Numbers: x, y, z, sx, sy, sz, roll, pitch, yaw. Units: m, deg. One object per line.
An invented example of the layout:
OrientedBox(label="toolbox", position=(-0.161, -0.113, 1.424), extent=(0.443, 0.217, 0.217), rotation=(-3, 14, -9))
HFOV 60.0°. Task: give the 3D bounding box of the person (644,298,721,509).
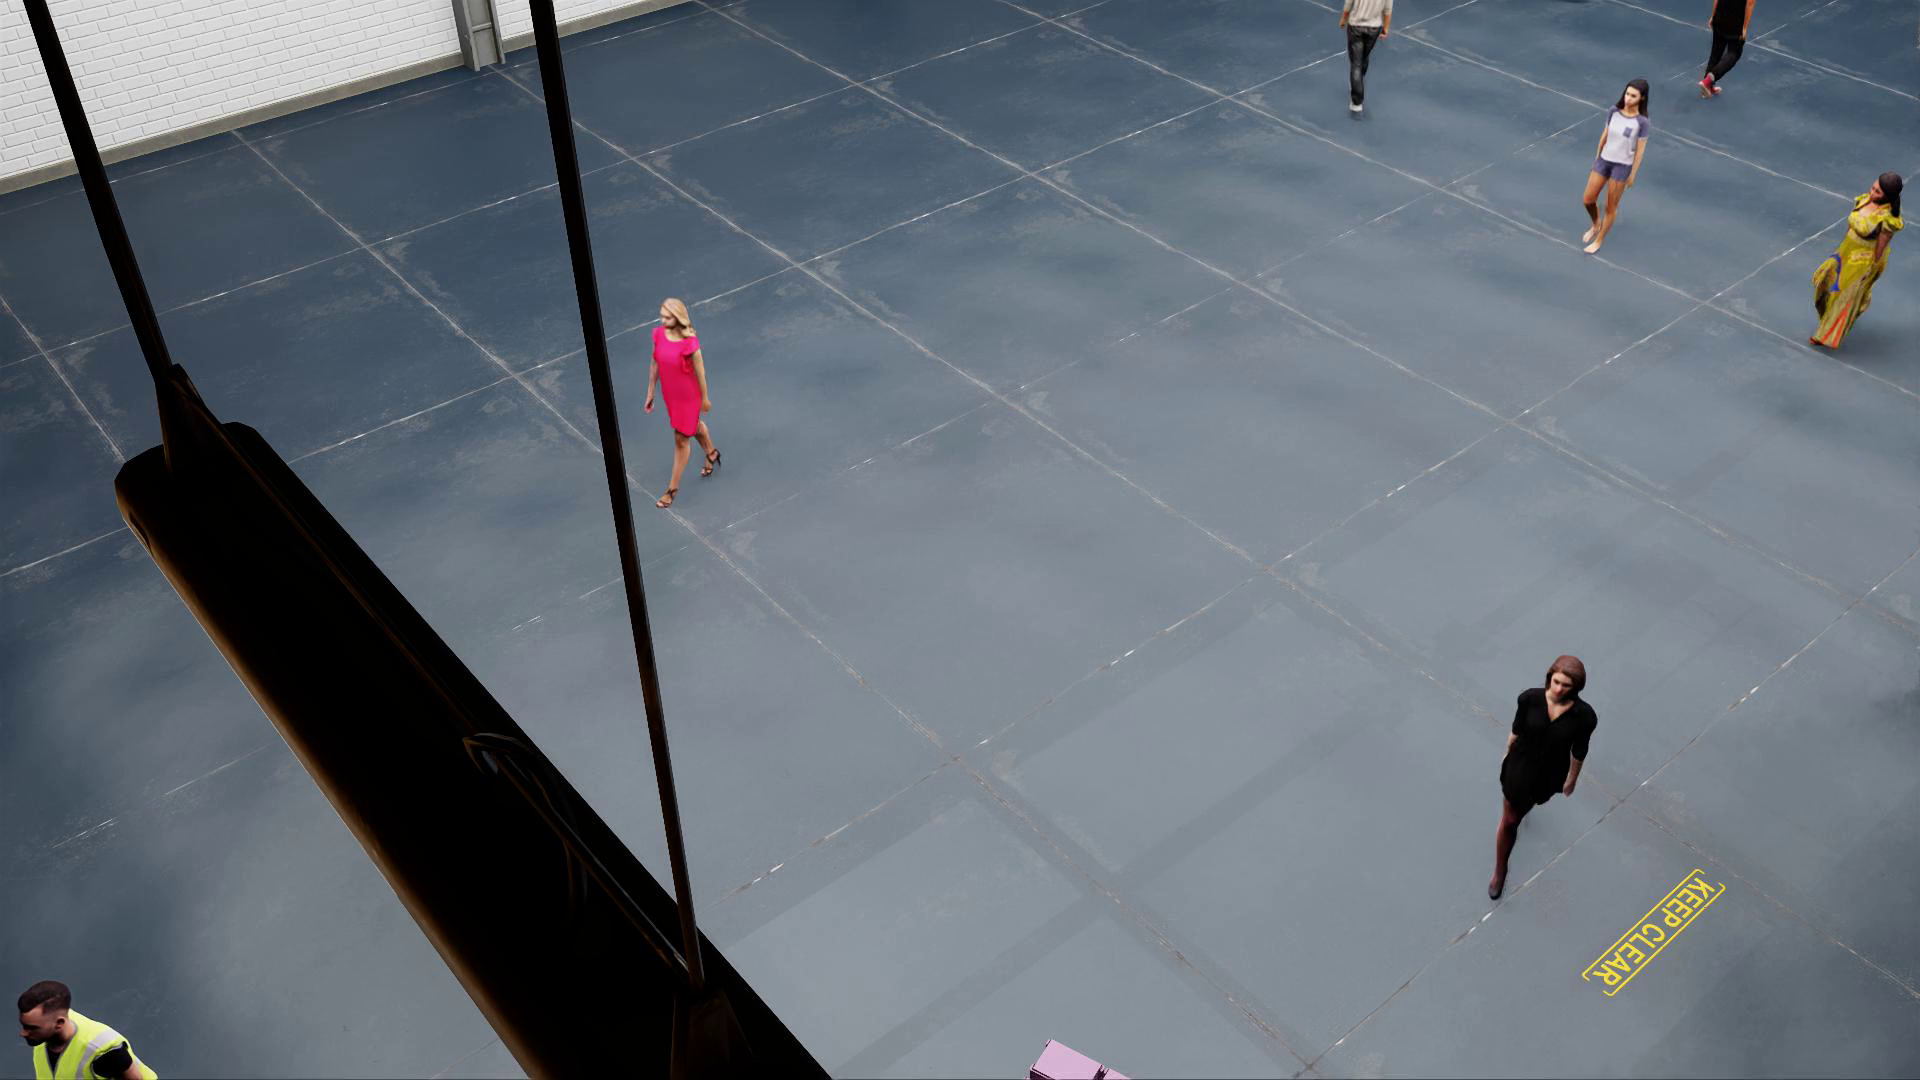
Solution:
OrientedBox(label="person", position=(-2.053, -1.136, 12.663), extent=(0.735, 1.693, 1.069), rotation=(25, 45, 28))

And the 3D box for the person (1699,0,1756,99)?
OrientedBox(label="person", position=(8.427, -5.677, 18.306), extent=(0.791, 1.747, 0.690), rotation=(-22, 43, -25))

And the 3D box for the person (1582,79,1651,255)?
OrientedBox(label="person", position=(6.202, -3.532, 15.637), extent=(0.590, 1.726, 0.605), rotation=(-30, 47, -32))

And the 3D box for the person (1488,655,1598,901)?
OrientedBox(label="person", position=(3.381, 1.275, 9.661), extent=(0.883, 1.671, 1.155), rotation=(17, 42, 20))

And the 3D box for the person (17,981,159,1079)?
OrientedBox(label="person", position=(-4.004, 2.668, 7.777), extent=(0.831, 1.846, 0.868), rotation=(15, 41, 18))

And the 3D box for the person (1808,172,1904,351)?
OrientedBox(label="person", position=(7.804, -2.414, 14.302), extent=(1.059, 1.643, 0.944), rotation=(-9, 39, -11))

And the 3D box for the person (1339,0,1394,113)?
OrientedBox(label="person", position=(4.413, -5.547, 18.119), extent=(1.161, 1.778, 1.180), rotation=(1, 39, 2))
